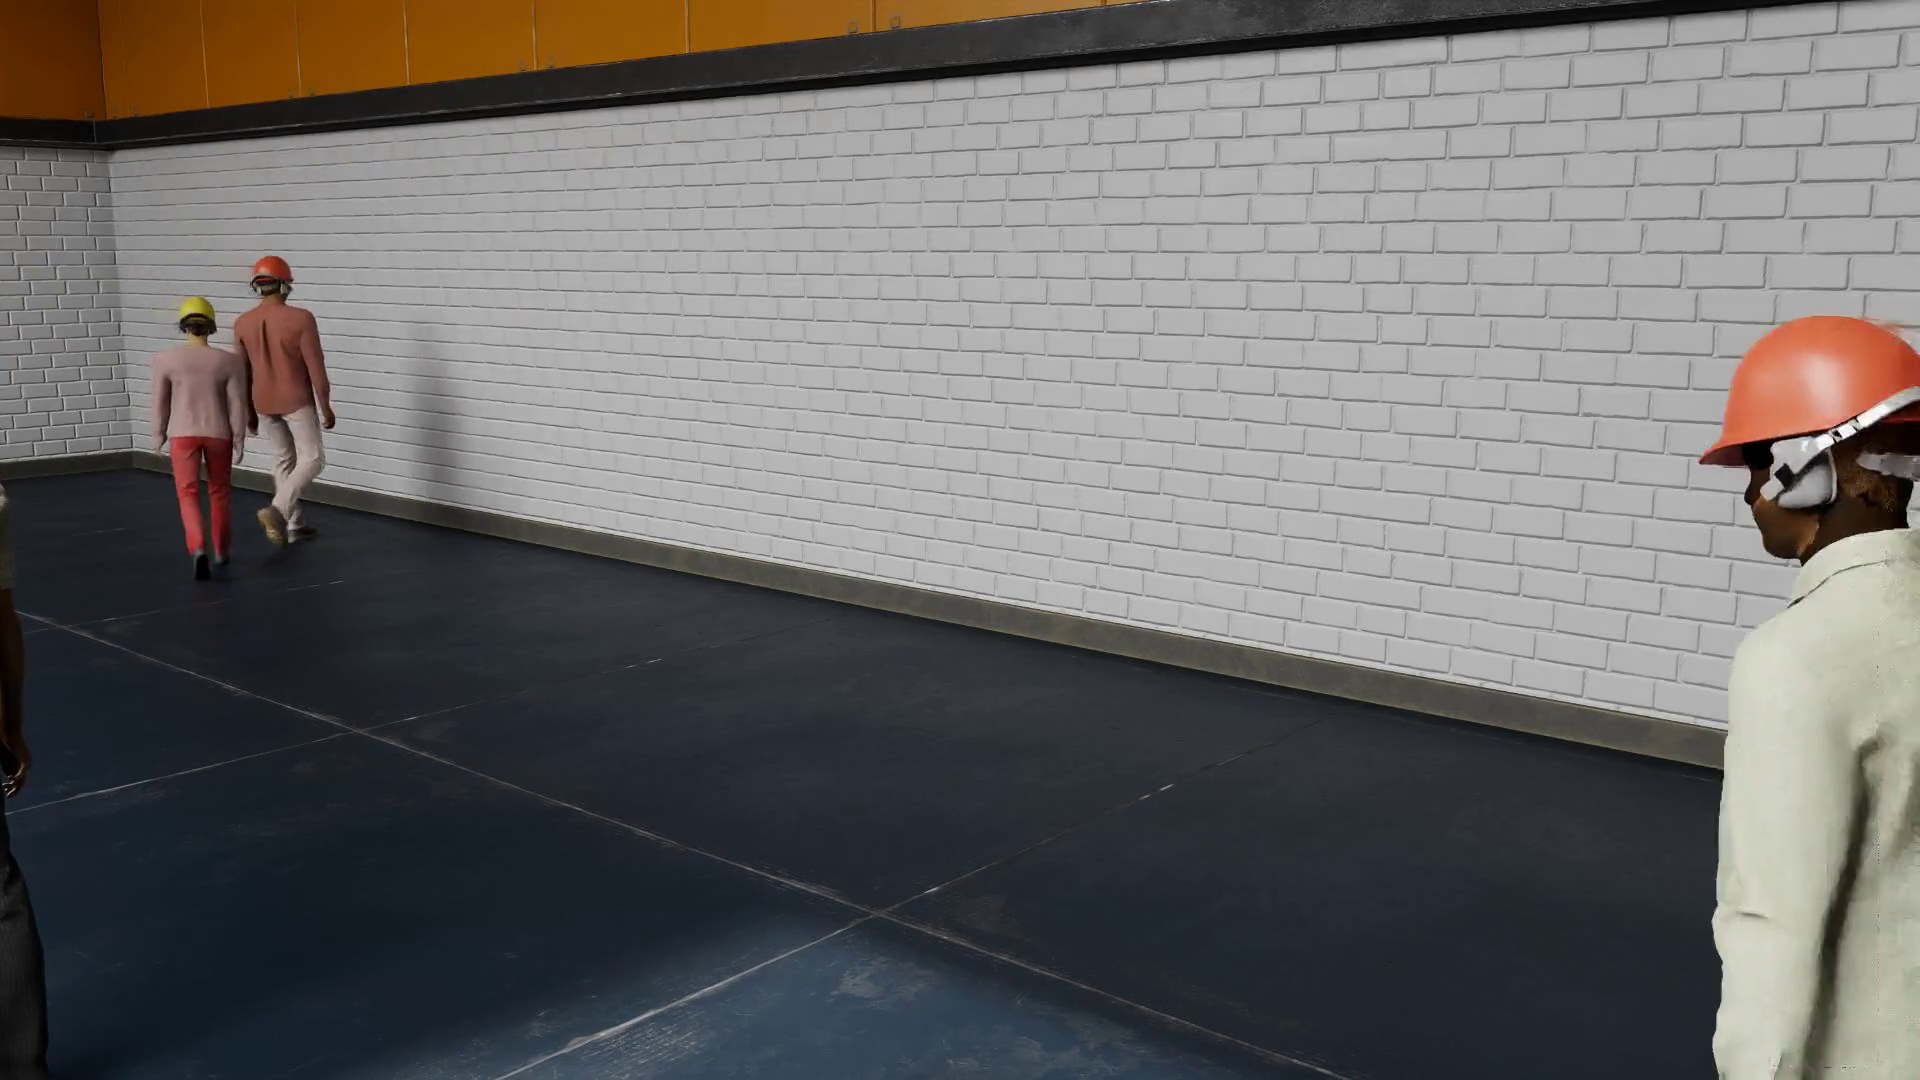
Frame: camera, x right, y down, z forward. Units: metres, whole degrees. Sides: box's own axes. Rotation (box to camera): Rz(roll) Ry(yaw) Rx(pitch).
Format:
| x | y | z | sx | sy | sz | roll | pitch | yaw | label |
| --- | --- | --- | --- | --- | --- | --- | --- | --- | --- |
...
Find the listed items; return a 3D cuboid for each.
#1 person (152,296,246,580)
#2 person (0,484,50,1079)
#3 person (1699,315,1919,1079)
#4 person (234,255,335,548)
| x | y | z | sx | sy | sz | roll | pitch | yaw | label |
| --- | --- | --- | --- | --- | --- | --- | --- | --- | --- |
| -4.698 | -0.642 | 10.304 | 0.533 | 1.734 | 0.828 | -5 | 11 | -26 | person |
| -2.315 | 0.467 | 3.680 | 0.325 | 1.843 | 0.517 | 5 | 11 | 27 | person |
| 1.196 | 0.690 | 2.163 | 0.680 | 1.943 | 0.863 | -8 | 13 | -38 | person |
| -4.566 | -0.920 | 11.200 | 0.649 | 1.974 | 0.772 | 3 | 10 | 15 | person |
